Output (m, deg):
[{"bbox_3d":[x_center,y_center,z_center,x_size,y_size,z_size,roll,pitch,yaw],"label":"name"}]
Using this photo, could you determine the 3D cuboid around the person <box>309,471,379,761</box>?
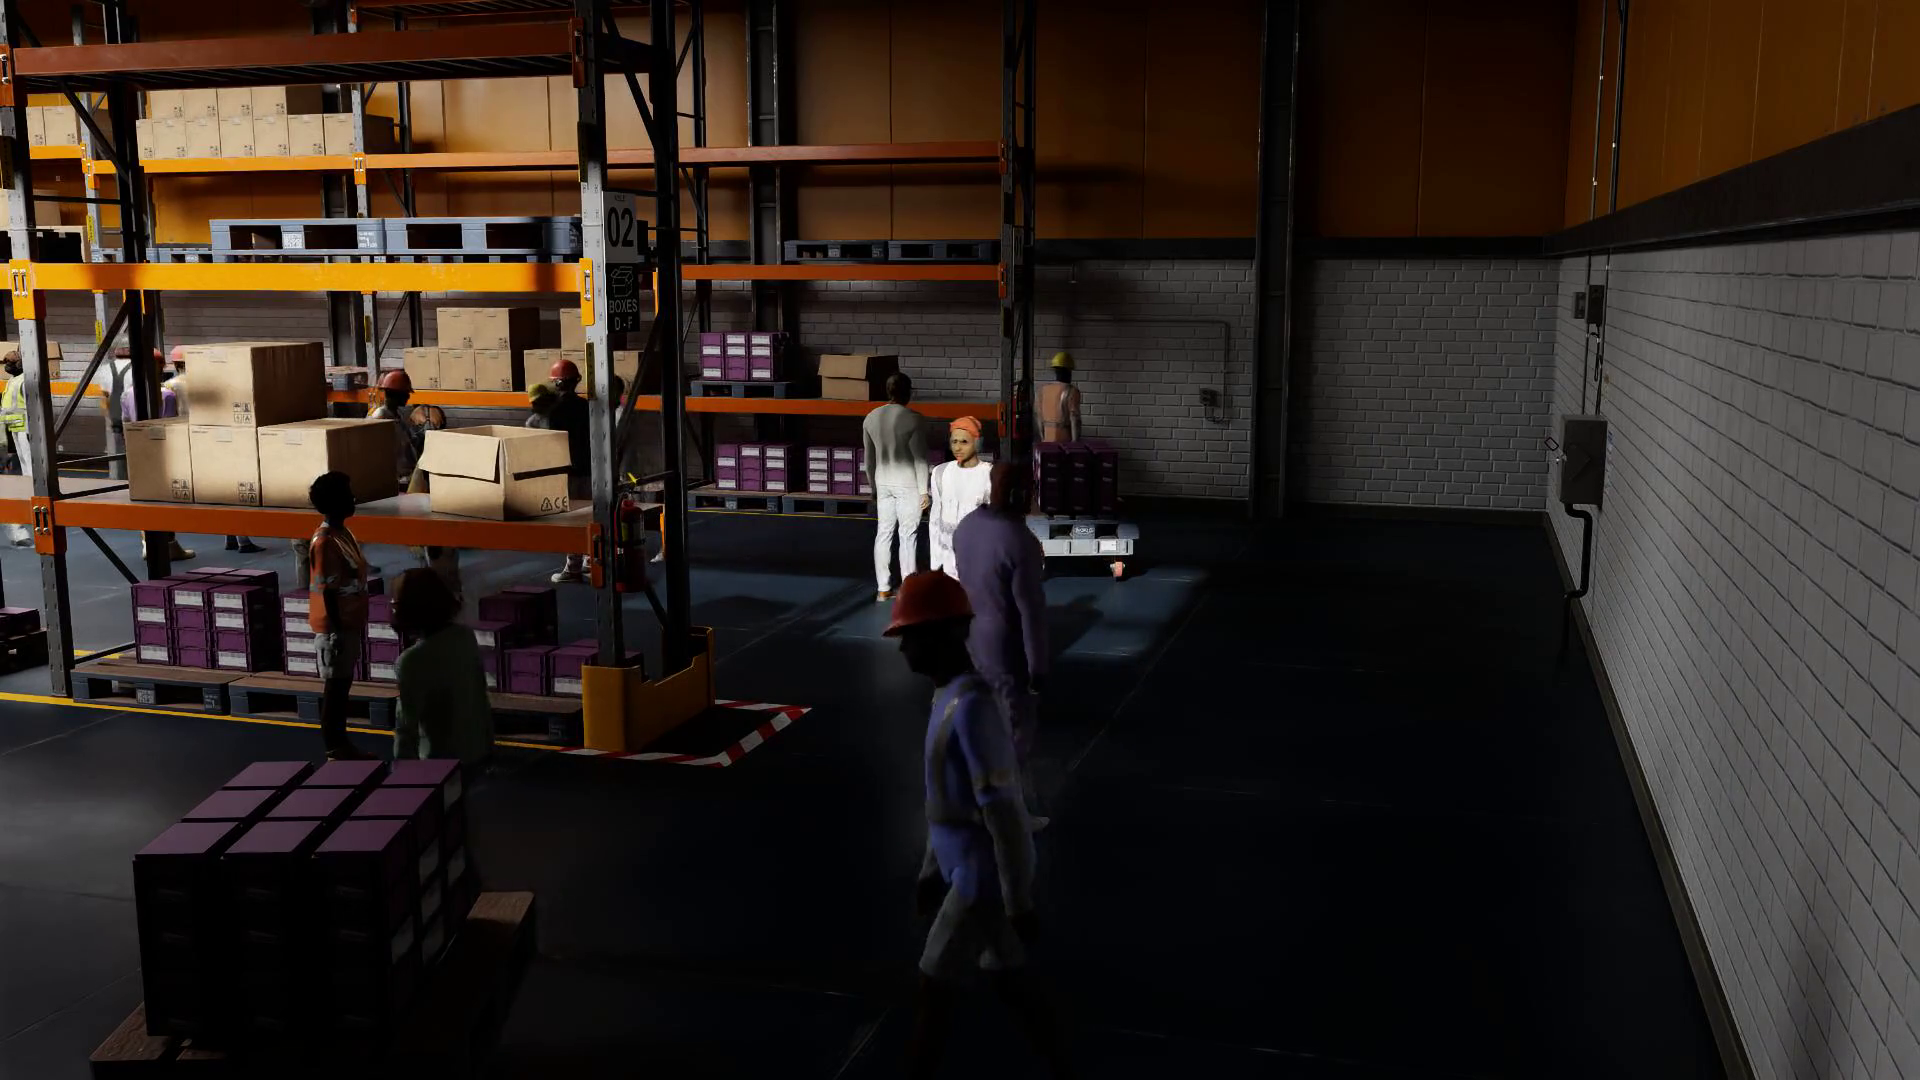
[{"bbox_3d":[-3.412,0.466,9.172,0.315,1.700,0.541,-2,10,-12],"label":"person"}]

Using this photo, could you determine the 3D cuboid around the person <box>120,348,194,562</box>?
[{"bbox_3d":[-7.681,-0.812,15.926,0.624,2.040,0.391,3,10,15],"label":"person"}]

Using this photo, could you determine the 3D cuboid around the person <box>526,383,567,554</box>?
[{"bbox_3d":[-3.916,-0.681,16.196,0.569,1.693,0.525,0,9,-3],"label":"person"}]

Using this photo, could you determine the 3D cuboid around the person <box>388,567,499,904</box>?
[{"bbox_3d":[-2.098,0.908,6.719,0.448,1.610,0.521,2,10,13],"label":"person"}]

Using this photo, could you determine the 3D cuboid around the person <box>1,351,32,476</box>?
[{"bbox_3d":[-11.054,-1.315,19.638,0.429,1.837,0.624,-9,13,-43],"label":"person"}]

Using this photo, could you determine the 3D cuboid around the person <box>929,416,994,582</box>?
[{"bbox_3d":[0.057,0.149,10.570,0.576,1.880,0.351,6,11,30],"label":"person"}]

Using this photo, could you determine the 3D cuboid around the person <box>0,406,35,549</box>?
[{"bbox_3d":[-9.702,-0.774,16.500,0.939,1.785,0.611,2,10,13],"label":"person"}]

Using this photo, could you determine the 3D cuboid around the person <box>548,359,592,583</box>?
[{"bbox_3d":[-3.478,-0.613,14.852,0.397,1.992,0.621,4,10,22],"label":"person"}]

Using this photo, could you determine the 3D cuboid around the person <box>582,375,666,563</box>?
[{"bbox_3d":[-3.148,-0.655,15.697,1.015,1.815,0.536,-3,10,-19],"label":"person"}]

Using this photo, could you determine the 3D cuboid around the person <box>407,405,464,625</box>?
[{"bbox_3d":[-3.744,-0.050,11.916,0.429,1.837,0.626,-3,10,-15],"label":"person"}]

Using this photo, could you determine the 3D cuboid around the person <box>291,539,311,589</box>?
[{"bbox_3d":[-5.147,-0.272,13.264,0.600,1.831,0.404,-6,11,-32],"label":"person"}]

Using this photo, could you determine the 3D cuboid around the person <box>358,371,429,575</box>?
[{"bbox_3d":[-5.142,-0.595,15.129,1.019,1.871,0.572,-1,9,-7],"label":"person"}]

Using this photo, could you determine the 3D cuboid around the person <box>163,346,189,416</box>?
[{"bbox_3d":[-8.824,-1.251,18.970,0.694,1.915,0.585,7,12,38],"label":"person"}]

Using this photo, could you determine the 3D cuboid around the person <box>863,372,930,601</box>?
[{"bbox_3d":[-0.515,-0.432,13.921,0.627,1.941,0.370,6,11,33],"label":"person"}]

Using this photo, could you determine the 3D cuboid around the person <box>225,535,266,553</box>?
[{"bbox_3d":[-7.103,-0.756,16.459,0.522,1.758,0.350,8,12,41],"label":"person"}]

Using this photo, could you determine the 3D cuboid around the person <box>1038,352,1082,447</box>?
[{"bbox_3d":[1.064,-1.019,17.544,0.390,1.925,0.617,-8,12,-41],"label":"person"}]

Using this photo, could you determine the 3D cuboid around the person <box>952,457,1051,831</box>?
[{"bbox_3d":[0.206,0.532,8.195,0.473,1.889,0.665,-6,11,-31],"label":"person"}]

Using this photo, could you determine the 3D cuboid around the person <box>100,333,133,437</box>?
[{"bbox_3d":[-9.921,-1.492,20.070,0.711,2.000,0.542,2,10,14],"label":"person"}]

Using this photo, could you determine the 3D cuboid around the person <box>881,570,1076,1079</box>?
[{"bbox_3d":[0.035,1.037,5.211,0.839,1.869,0.582,0,9,2],"label":"person"}]
